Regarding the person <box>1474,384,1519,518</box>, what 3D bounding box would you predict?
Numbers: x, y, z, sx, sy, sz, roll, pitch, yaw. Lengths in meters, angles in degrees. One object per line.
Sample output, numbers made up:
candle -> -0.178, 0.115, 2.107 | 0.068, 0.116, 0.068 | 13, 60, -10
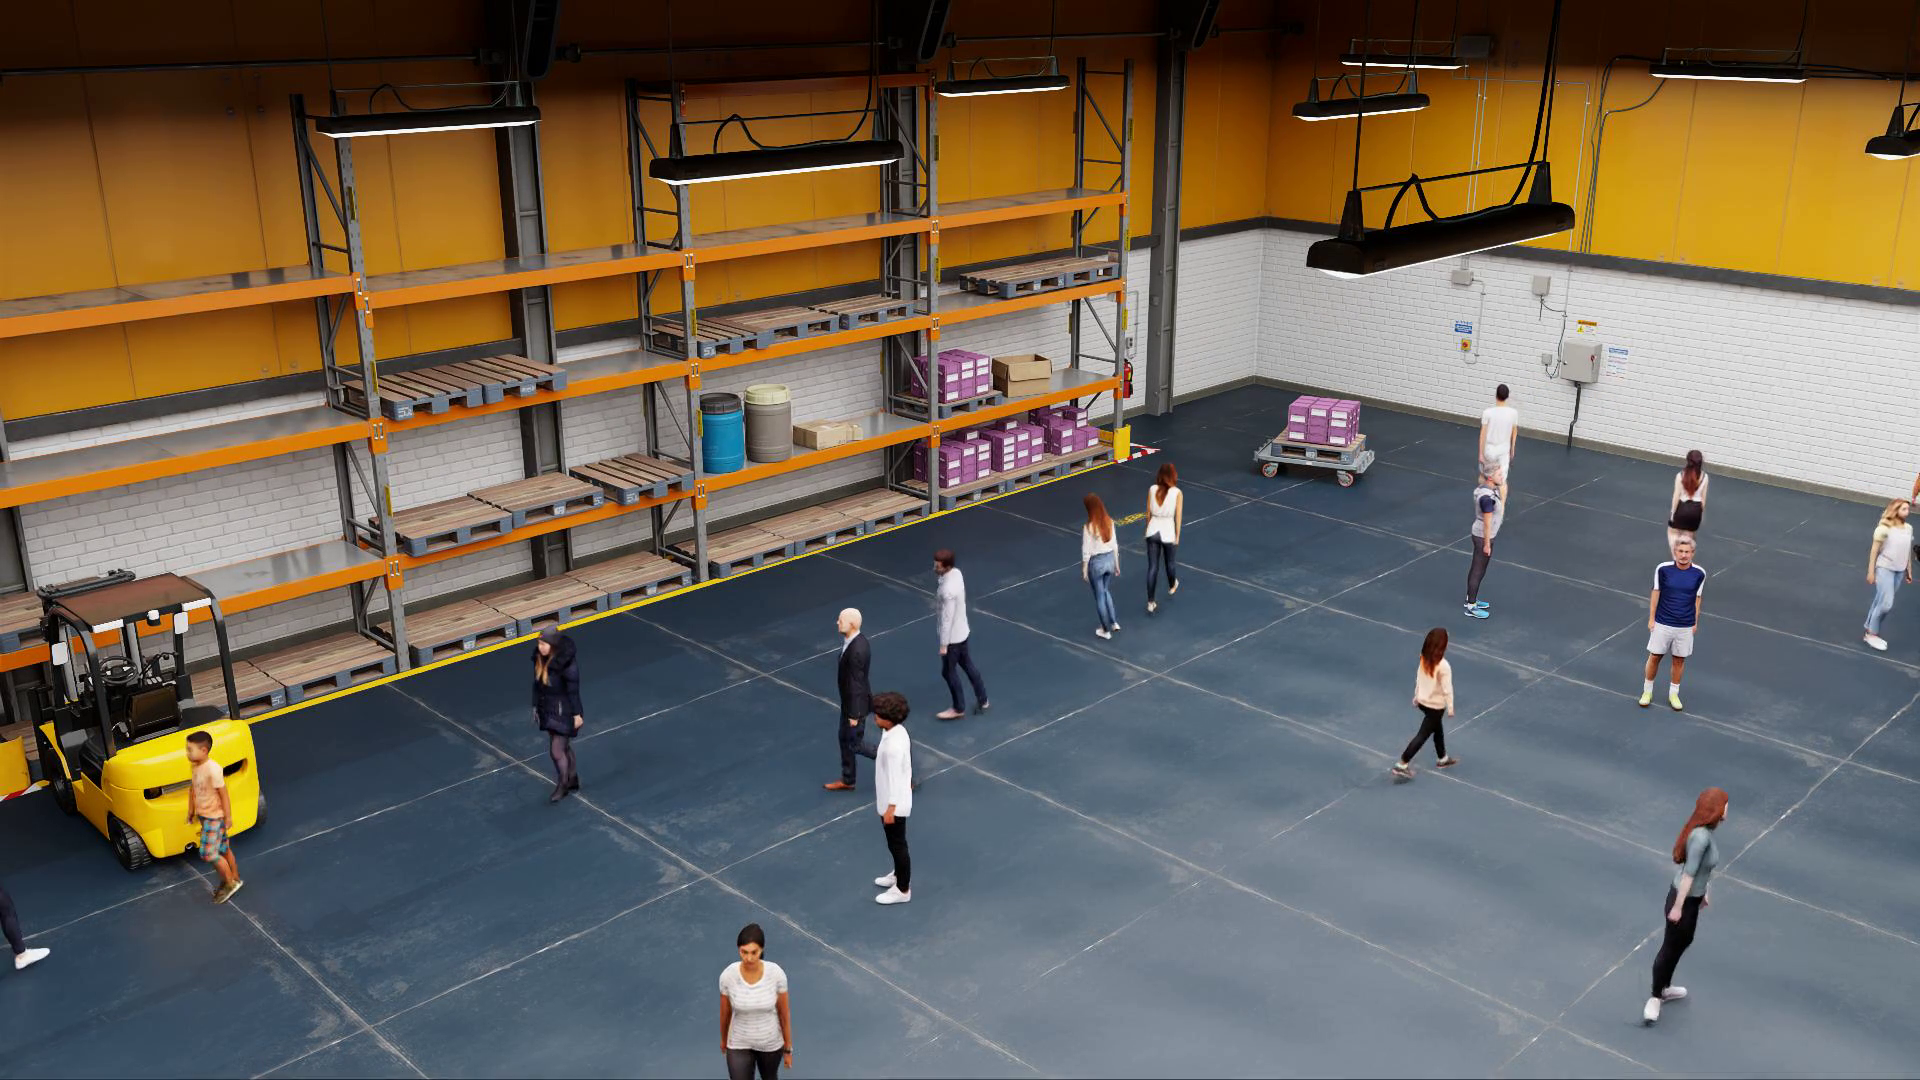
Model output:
person -> 7.405, -1.186, 22.876 | 1.235, 1.811, 1.300 | 0, 19, 0

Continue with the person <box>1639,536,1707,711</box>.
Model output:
person -> 7.243, 0.817, 16.884 | 0.723, 1.839, 0.733 | 5, 19, 13

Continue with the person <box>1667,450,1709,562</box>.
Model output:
person -> 8.970, -0.282, 20.463 | 0.707, 1.639, 0.764 | 2, 19, 7

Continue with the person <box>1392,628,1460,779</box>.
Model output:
person -> 4.305, 1.534, 15.371 | 1.074, 1.447, 0.867 | -6, 19, -17

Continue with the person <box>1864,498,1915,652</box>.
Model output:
person -> 10.261, 0.343, 18.483 | 0.704, 1.718, 0.795 | -7, 20, -19

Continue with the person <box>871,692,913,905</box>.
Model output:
person -> -0.526, 2.044, 13.293 | 0.760, 1.807, 0.709 | -1, 19, -2

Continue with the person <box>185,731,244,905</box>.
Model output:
person -> -5.960, 2.189, 13.421 | 0.548, 1.449, 0.596 | 15, 24, 38

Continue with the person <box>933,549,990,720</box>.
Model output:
person -> -0.022, 0.927, 16.604 | 1.015, 1.810, 0.915 | 8, 20, 22

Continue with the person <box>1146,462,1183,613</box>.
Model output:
person -> 2.329, 0.001, 19.466 | 0.944, 1.738, 1.203 | 6, 20, 17

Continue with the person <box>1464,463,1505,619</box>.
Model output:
person -> 6.106, -0.027, 19.411 | 0.835, 1.826, 0.692 | 5, 19, 15

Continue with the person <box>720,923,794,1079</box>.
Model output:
person -> -1.271, 3.114, 10.446 | 1.087, 1.596, 1.089 | -2, 19, -6

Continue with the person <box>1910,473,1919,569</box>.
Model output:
person -> 12.210, -0.446, 20.743 | 0.993, 1.770, 1.071 | 1, 19, 3

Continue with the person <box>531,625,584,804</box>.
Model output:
person -> -3.561, 1.529, 15.045 | 0.710, 1.664, 0.727 | 13, 23, 34

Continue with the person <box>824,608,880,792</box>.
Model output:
person -> -0.865, 1.471, 15.026 | 1.113, 1.785, 1.000 | -3, 19, -8

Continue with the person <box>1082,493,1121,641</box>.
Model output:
person -> 1.615, 0.328, 18.551 | 0.596, 1.702, 0.730 | -9, 21, -24

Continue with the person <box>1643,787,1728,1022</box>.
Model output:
person -> 5.114, 2.590, 11.808 | 0.862, 1.718, 0.573 | 16, 25, 40
